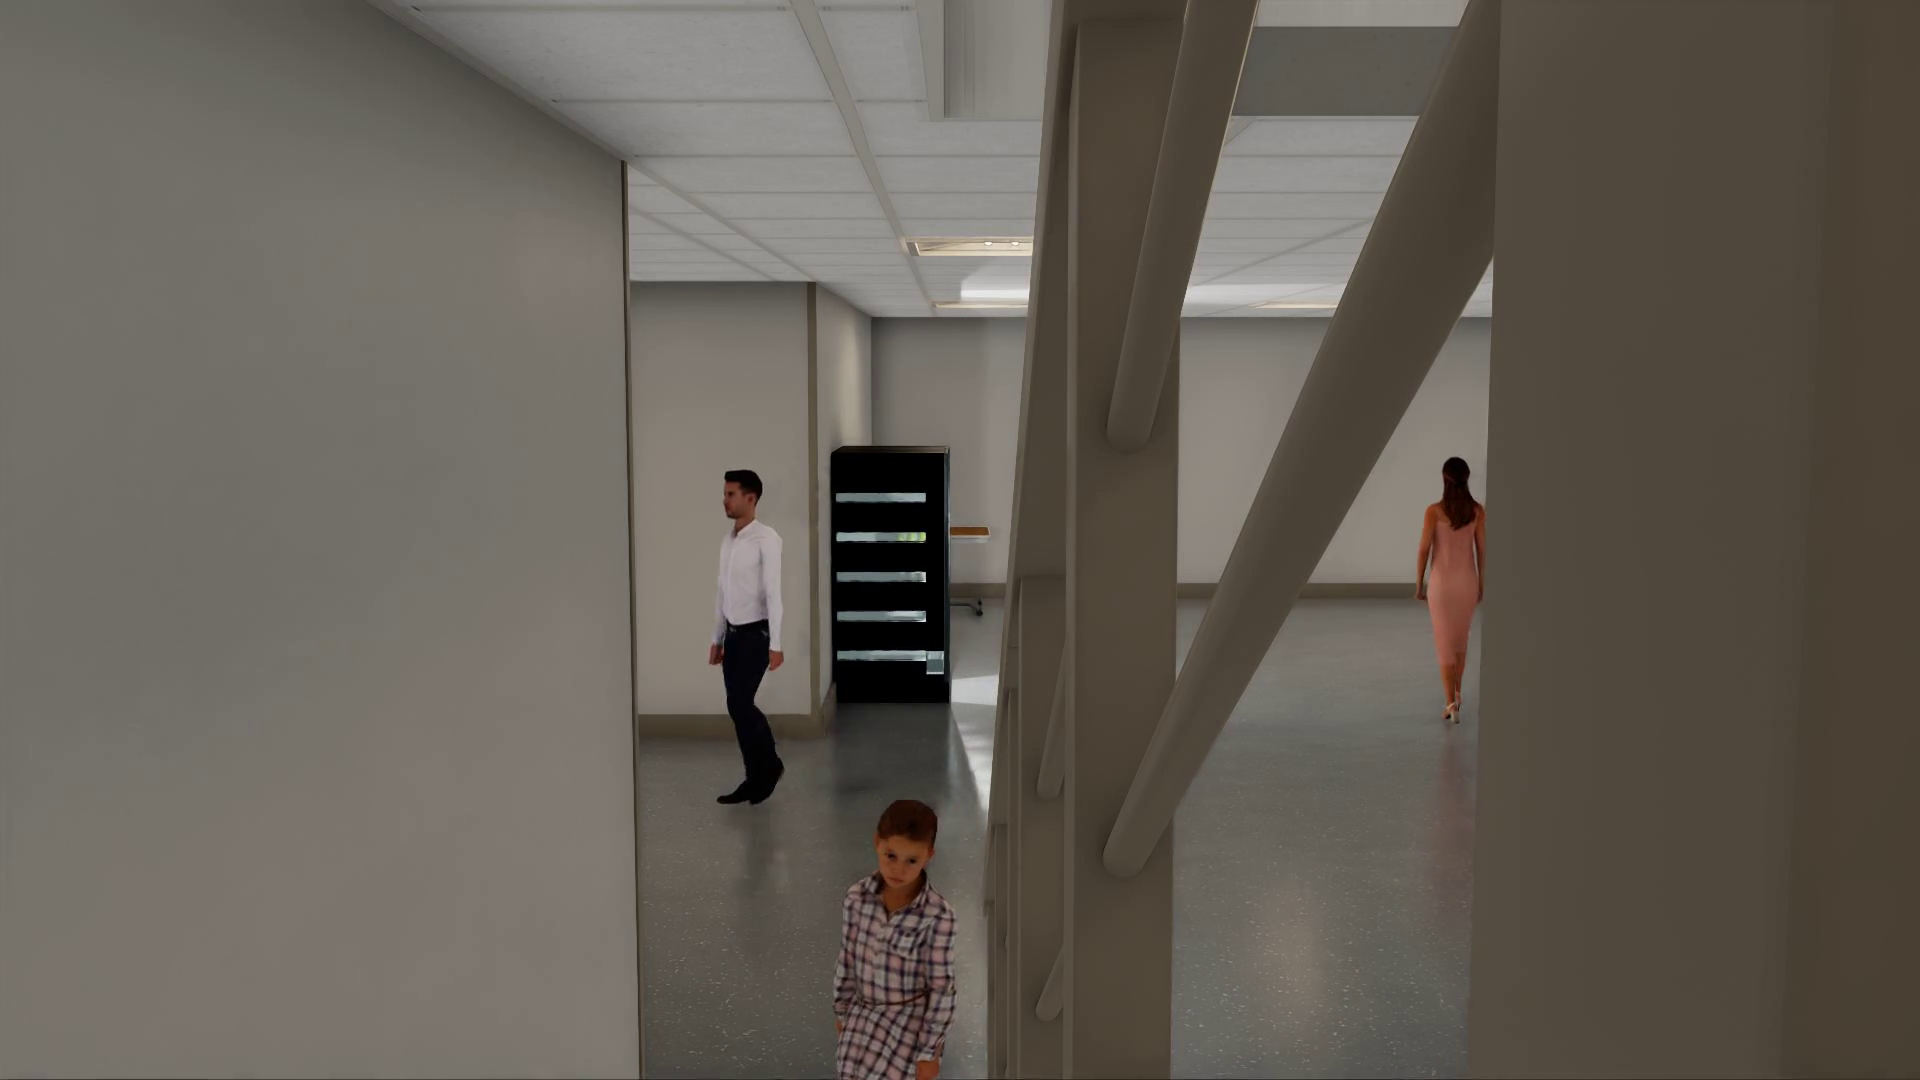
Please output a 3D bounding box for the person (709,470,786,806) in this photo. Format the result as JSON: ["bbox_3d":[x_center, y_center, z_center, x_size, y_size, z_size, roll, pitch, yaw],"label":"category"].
[{"bbox_3d":[-1.090,0.540,9.211,0.840,1.849,0.777,-5,8,-42],"label":"person"}]

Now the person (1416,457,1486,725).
[{"bbox_3d":[3.398,0.355,11.374,0.606,1.823,0.614,0,6,-1],"label":"person"}]

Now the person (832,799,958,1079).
[{"bbox_3d":[-0.133,1.315,4.526,0.684,1.283,0.724,4,7,33],"label":"person"}]
